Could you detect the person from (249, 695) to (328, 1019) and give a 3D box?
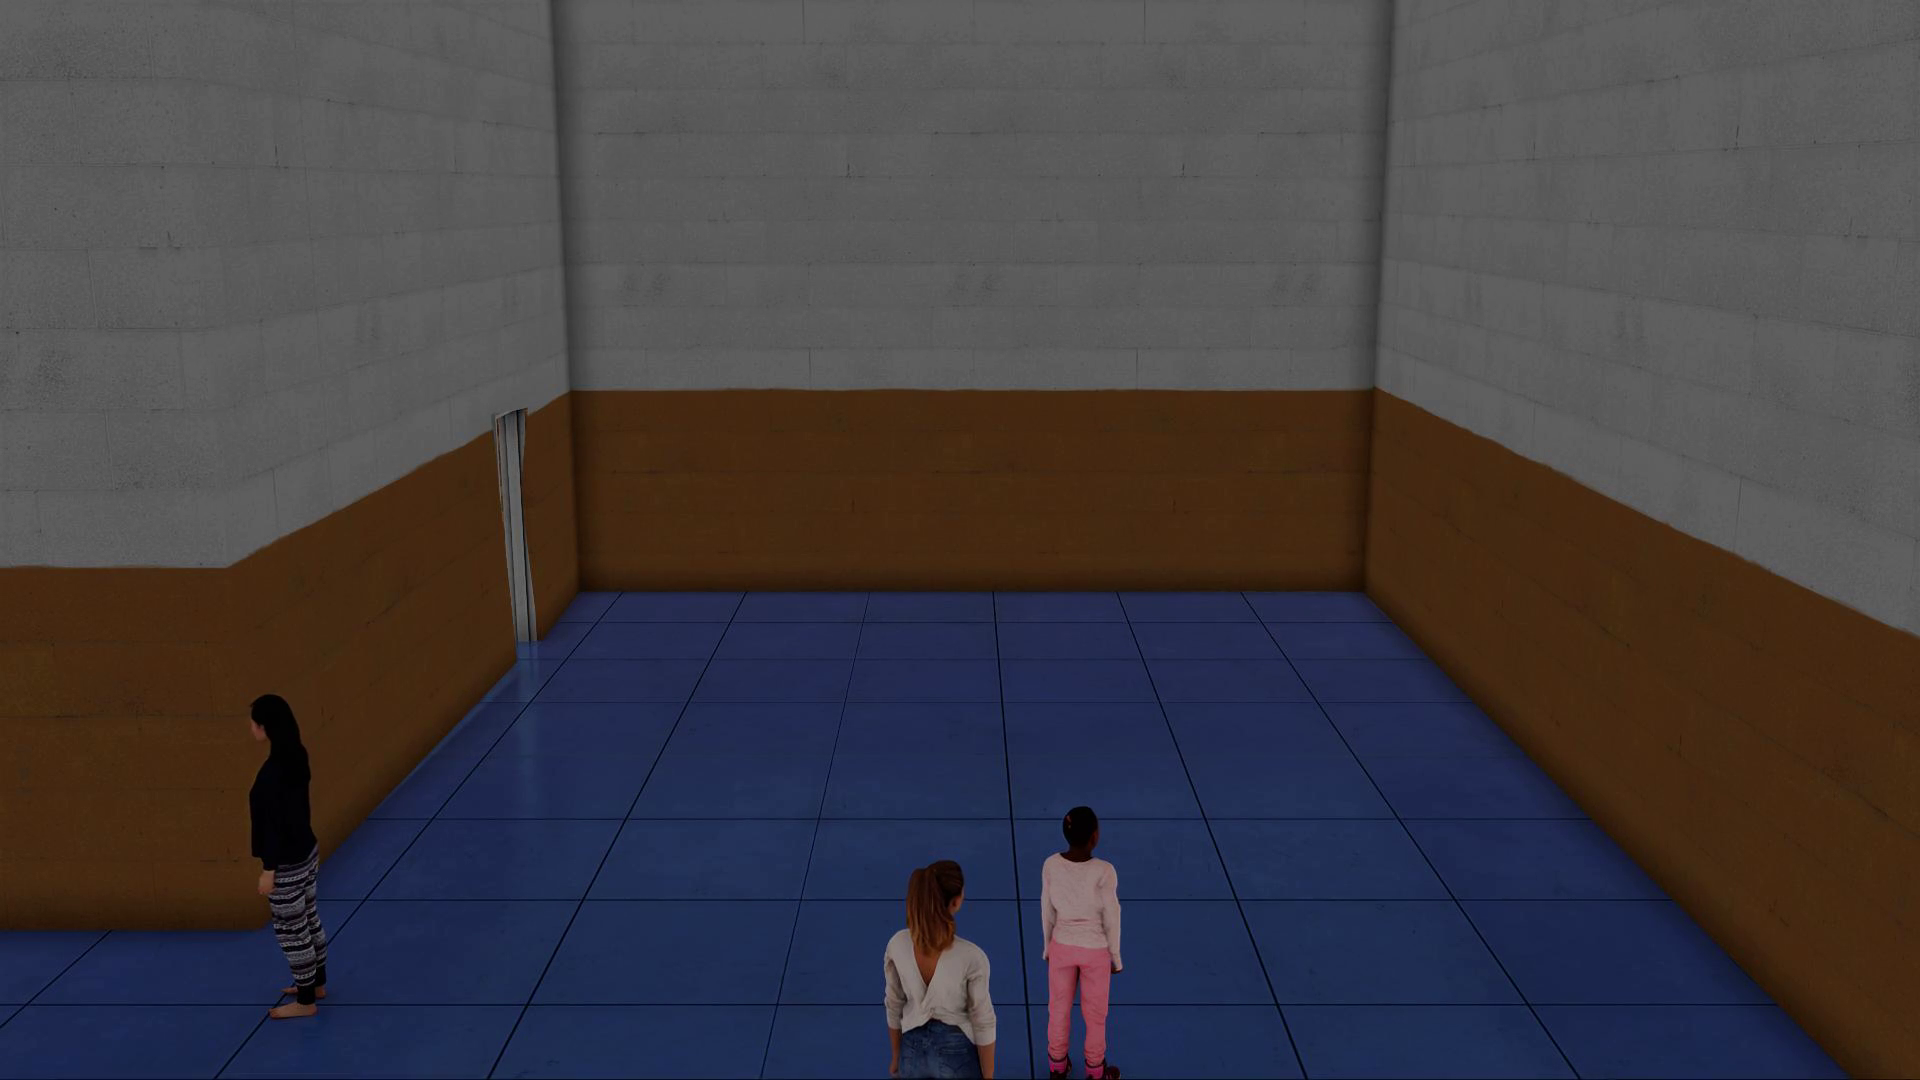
[{"bbox_3d":[-3.486,1.629,8.653,0.498,1.732,0.597,0,12,0],"label":"person"}]

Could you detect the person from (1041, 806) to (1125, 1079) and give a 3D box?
[{"bbox_3d":[0.573,1.932,7.915,0.554,1.444,0.679,5,13,23],"label":"person"}]

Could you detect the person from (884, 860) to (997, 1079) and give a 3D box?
[{"bbox_3d":[-0.080,2.077,6.557,0.605,1.719,0.747,5,13,24],"label":"person"}]
